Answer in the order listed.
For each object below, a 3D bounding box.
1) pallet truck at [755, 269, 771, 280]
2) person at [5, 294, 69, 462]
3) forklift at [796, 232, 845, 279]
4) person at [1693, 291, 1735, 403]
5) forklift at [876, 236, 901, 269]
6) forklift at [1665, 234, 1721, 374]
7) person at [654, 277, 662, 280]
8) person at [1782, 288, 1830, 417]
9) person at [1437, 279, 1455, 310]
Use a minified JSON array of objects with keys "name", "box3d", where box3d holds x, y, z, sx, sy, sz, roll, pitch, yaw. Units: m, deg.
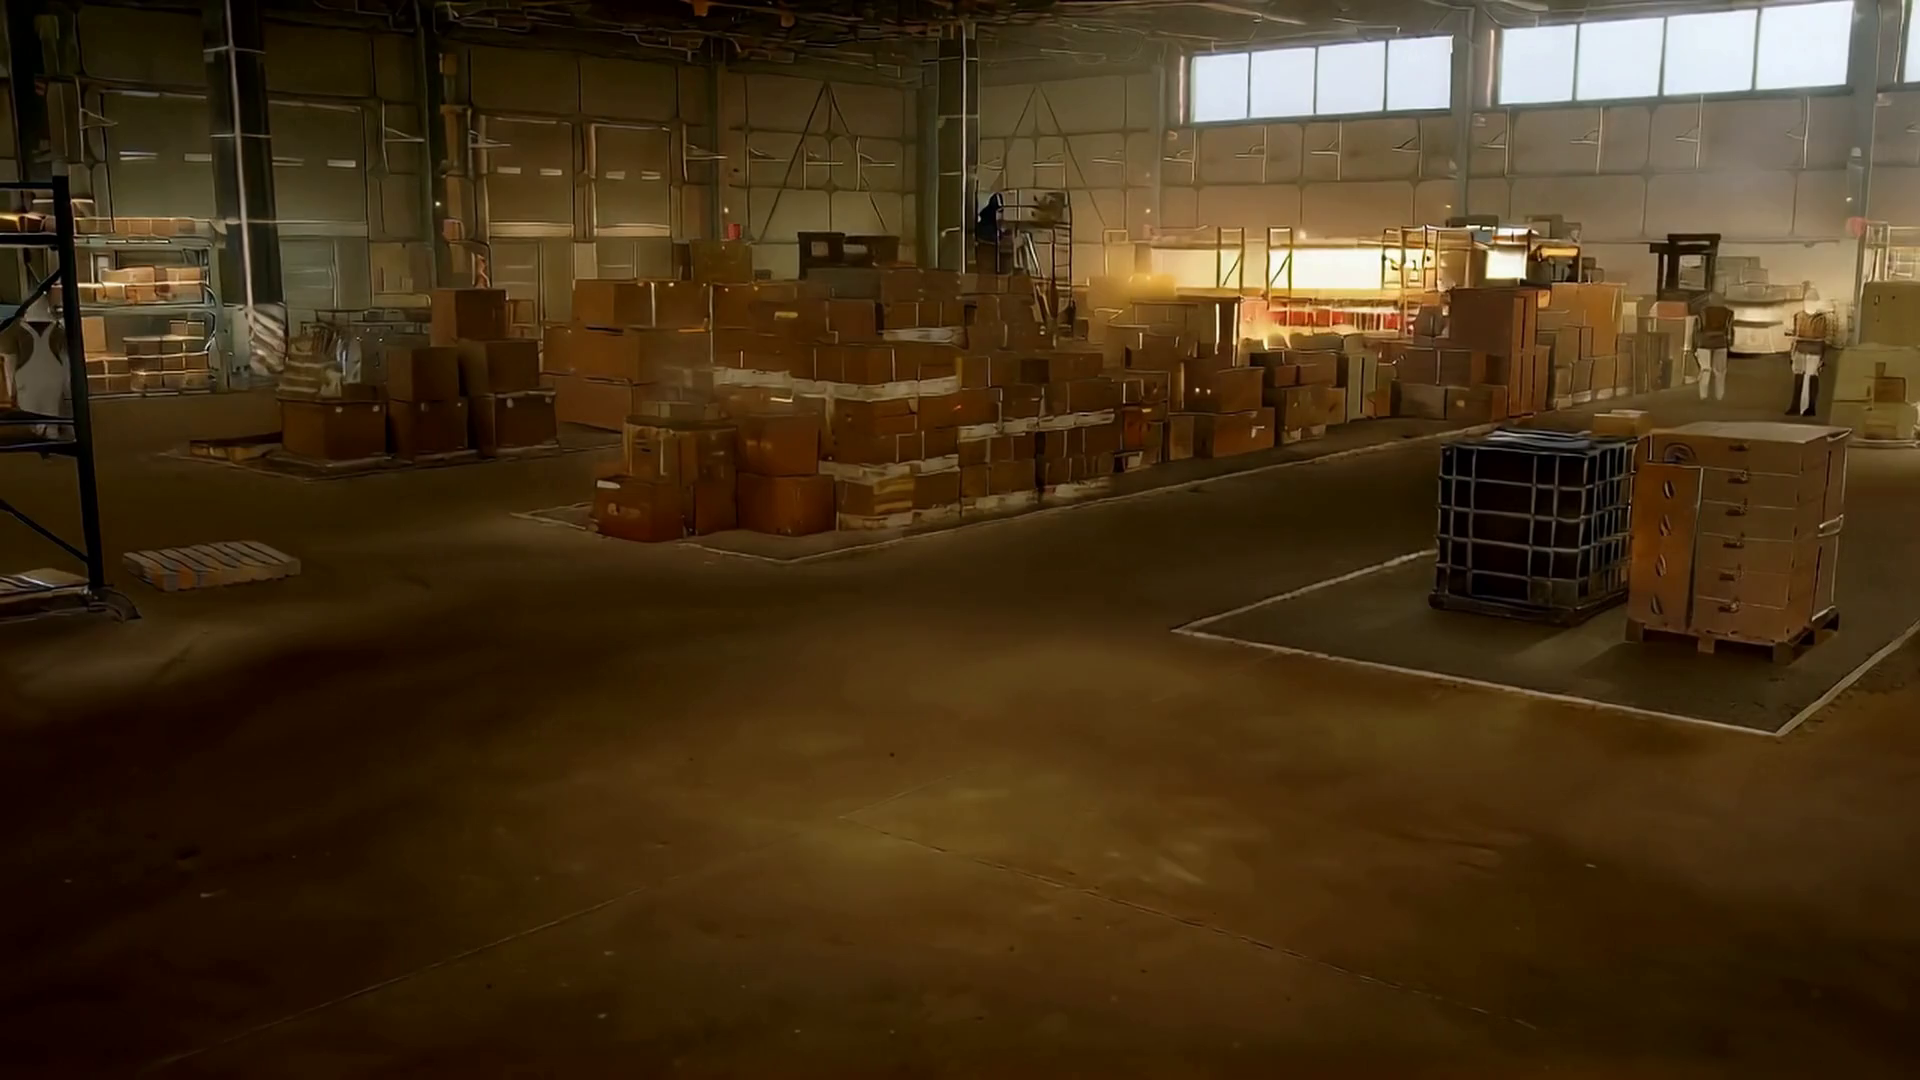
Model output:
[{"name":"pallet truck","box3d":[-4.996,-6.432,45.525,1.885,1.965,0.823,-6,12,-32]},{"name":"person","box3d":[-10.932,-1.930,19.769,0.842,2.000,0.690,10,14,44]},{"name":"forklift","box3d":[-2.551,-4.254,30.611,1.873,2.768,1.129,8,13,40]},{"name":"person","box3d":[12.378,-3.163,27.357,0.624,1.844,0.430,3,11,19]},{"name":"forklift","box3d":[-1.676,-5.747,39.112,1.873,2.768,1.129,-3,10,-18]},{"name":"forklift","box3d":[14.498,-4.684,33.062,1.129,2.768,1.873,8,13,40]},{"name":"person","box3d":[-6.520,-4.725,36.020,0.641,1.928,0.386,-5,11,-26]},{"name":"person","box3d":[12.811,-2.825,25.154,0.370,1.939,0.543,-6,12,-30]},{"name":"person","box3d":[9.726,-4.265,33.360,0.362,1.936,0.631,6,12,32]}]
